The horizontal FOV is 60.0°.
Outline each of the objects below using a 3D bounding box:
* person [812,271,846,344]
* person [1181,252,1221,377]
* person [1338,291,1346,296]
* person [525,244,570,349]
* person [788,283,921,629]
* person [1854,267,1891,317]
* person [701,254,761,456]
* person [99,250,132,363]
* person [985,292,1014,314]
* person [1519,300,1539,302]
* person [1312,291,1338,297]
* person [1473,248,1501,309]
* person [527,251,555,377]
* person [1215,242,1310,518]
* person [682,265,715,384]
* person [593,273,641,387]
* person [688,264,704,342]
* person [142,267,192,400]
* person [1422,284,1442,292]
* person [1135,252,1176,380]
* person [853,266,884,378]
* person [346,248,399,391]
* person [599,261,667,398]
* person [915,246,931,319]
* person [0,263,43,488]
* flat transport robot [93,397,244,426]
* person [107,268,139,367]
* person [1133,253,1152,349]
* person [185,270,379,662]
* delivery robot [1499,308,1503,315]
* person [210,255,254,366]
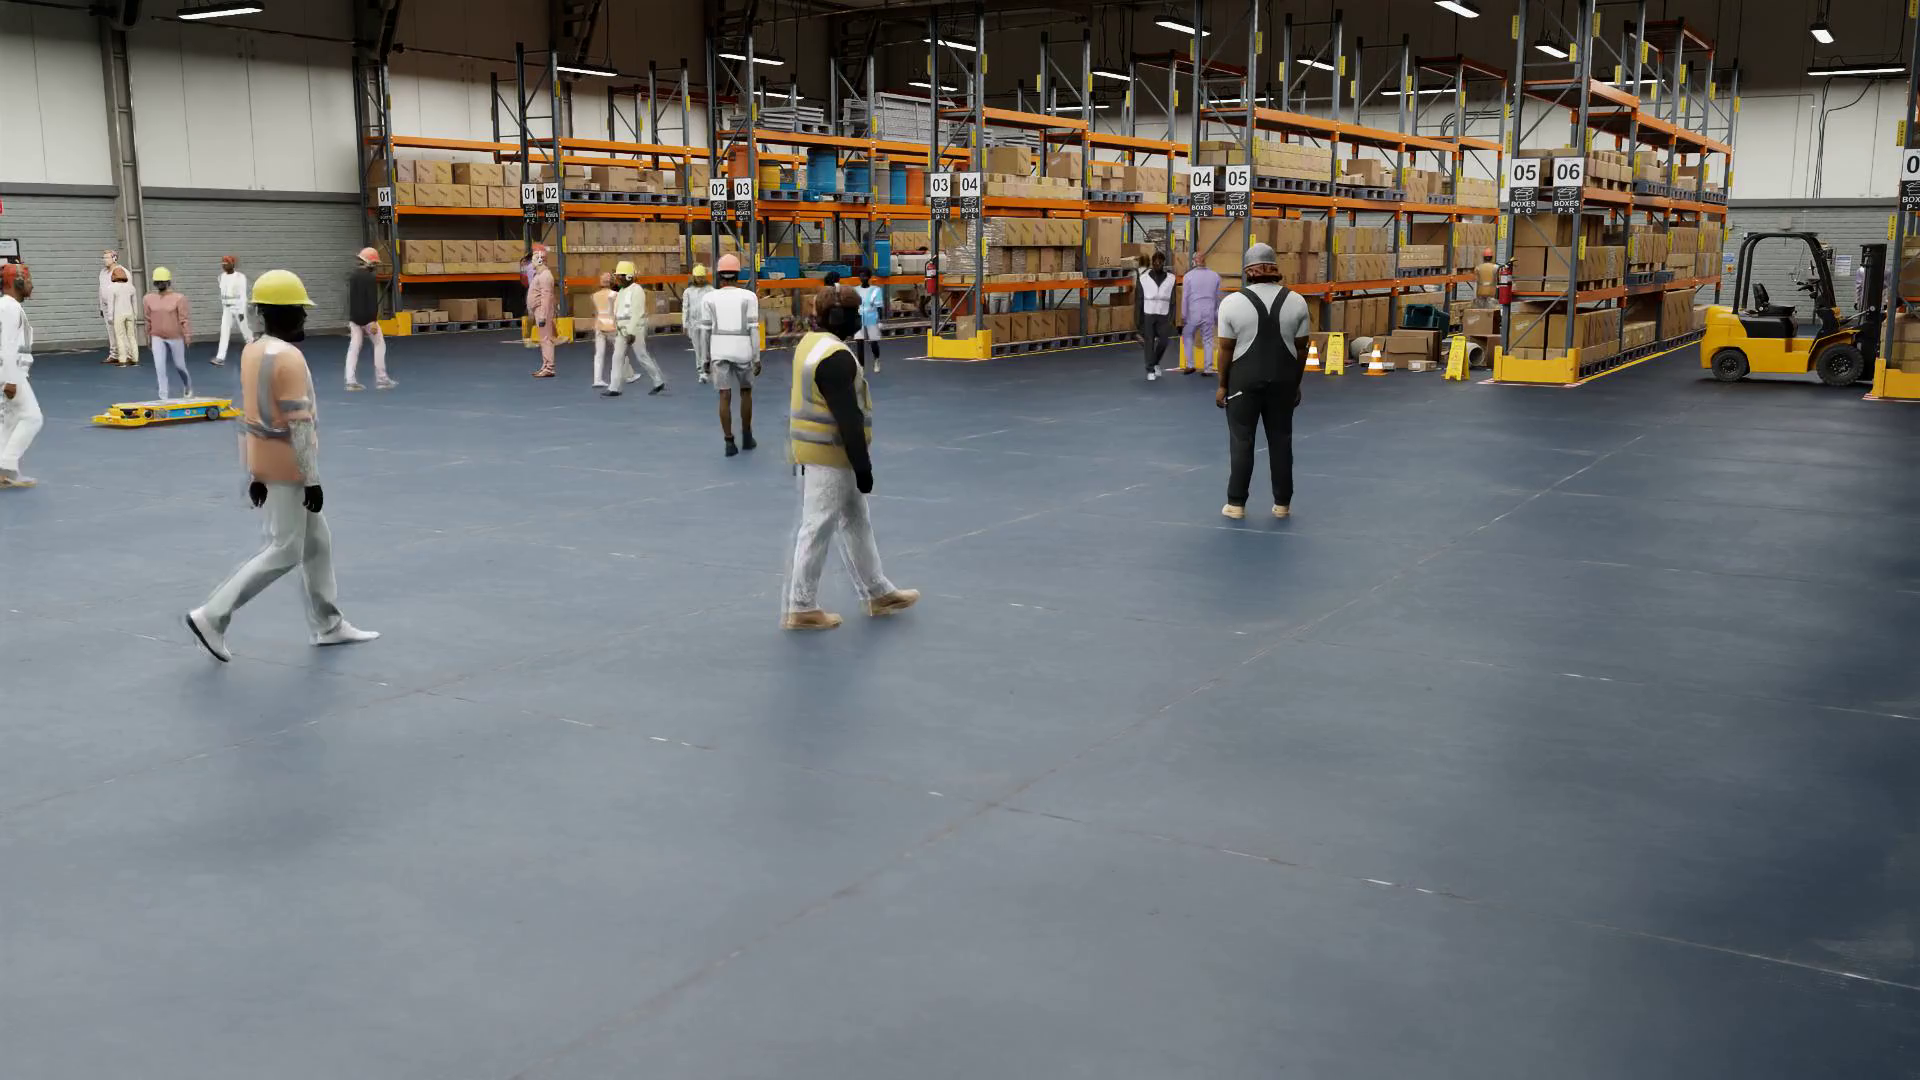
[{"bbox_3d":[-1.767,-2.763,22.250,0.537,1.656,0.868,4,11,24],"label":"person"},{"bbox_3d":[3.635,-3.420,25.292,0.673,1.885,0.593,-3,11,-17],"label":"person"},{"bbox_3d":[9.232,-6.169,40.389,0.610,1.989,0.402,1,10,5],"label":"person"},{"bbox_3d":[-8.040,-4.689,32.085,0.633,1.987,1.022,7,12,35],"label":"person"},{"bbox_3d":[-0.546,-0.434,8.771,0.866,1.807,0.651,-3,10,-14],"label":"person"},{"bbox_3d":[17.273,-4.548,31.508,0.587,1.918,0.397,6,12,30],"label":"person"},{"bbox_3d":[-2.199,-1.792,16.087,0.583,1.904,0.836,0,10,0],"label":"person"},{"bbox_3d":[-14.258,-3.923,28.041,0.641,1.908,0.407,4,11,19],"label":"person"},{"bbox_3d":[0.789,-4.818,32.994,0.625,1.931,0.369,0,10,0],"label":"person"},{"bbox_3d":[12.161,-5.226,35.351,0.554,1.910,0.528,5,11,26],"label":"person"},{"bbox_3d":[7.586,-5.103,34.598,0.549,1.925,0.548,6,12,30],"label":"person"},{"bbox_3d":[11.090,-5.183,35.044,0.543,1.924,0.466,4,11,21],"label":"person"},{"bbox_3d":[-6.350,-3.423,25.239,0.410,1.909,0.642,-3,11,-16],"label":"person"},{"bbox_3d":[2.199,-1.178,12.288,0.676,2.000,0.536,-1,10,-5],"label":"person"},{"bbox_3d":[-3.761,-3.106,24.031,0.506,1.690,0.888,0,10,1],"label":"person"},{"bbox_3d":[-4.924,-2.973,23.562,0.527,1.589,0.865,6,12,30],"label":"person"},{"bbox_3d":[-5.348,-4.854,34.133,0.517,1.583,0.854,4,11,22],"label":"person"},{"bbox_3d":[-9.854,-2.534,20.741,0.532,1.745,0.745,-2,10,-11],"label":"person"},{"bbox_3d":[11.578,-6.072,40.922,0.541,1.625,0.381,8,13,37],"label":"person"},{"bbox_3d":[2.903,-3.323,24.692,0.621,1.898,0.453,-1,10,-6],"label":"person"},{"bbox_3d":[-1.402,-3.282,25.085,0.542,1.688,0.476,2,10,9],"label":"person"},{"bbox_3d":[-8.154,-3.041,22.948,0.758,1.944,0.877,7,13,36],"label":"person"},{"bbox_3d":[-4.287,-2.761,21.860,0.896,1.802,0.593,-8,13,-39],"label":"person"},{"bbox_3d":[-0.983,-6.857,44.324,0.634,1.951,0.610,7,12,34],"label":"person"},{"bbox_3d":[-7.831,-1.348,13.758,0.449,1.860,0.591,-8,13,-39],"label":"person"},{"bbox_3d":[-8.972,-1.471,18.886,0.652,0.197,1.431,6,12,32],"label":"flat transport robot"},{"bbox_3d":[-13.781,-3.666,27.389,0.283,1.626,0.511,6,12,29],"label":"person"},{"bbox_3d":[3.533,-4.555,31.772,0.534,1.836,0.417,9,13,41],"label":"person"},{"bbox_3d":[-3.346,-0.359,8.104,0.861,1.902,0.594,-7,12,-34],"label":"person"},{"bbox_3d":[12.902,-5.526,40.541,0.707,0.478,0.477,2,10,11],"label":"delivery robot"},{"bbox_3d":[-12.106,-3.826,27.711,0.598,1.832,0.980,4,11,20],"label":"person"}]
